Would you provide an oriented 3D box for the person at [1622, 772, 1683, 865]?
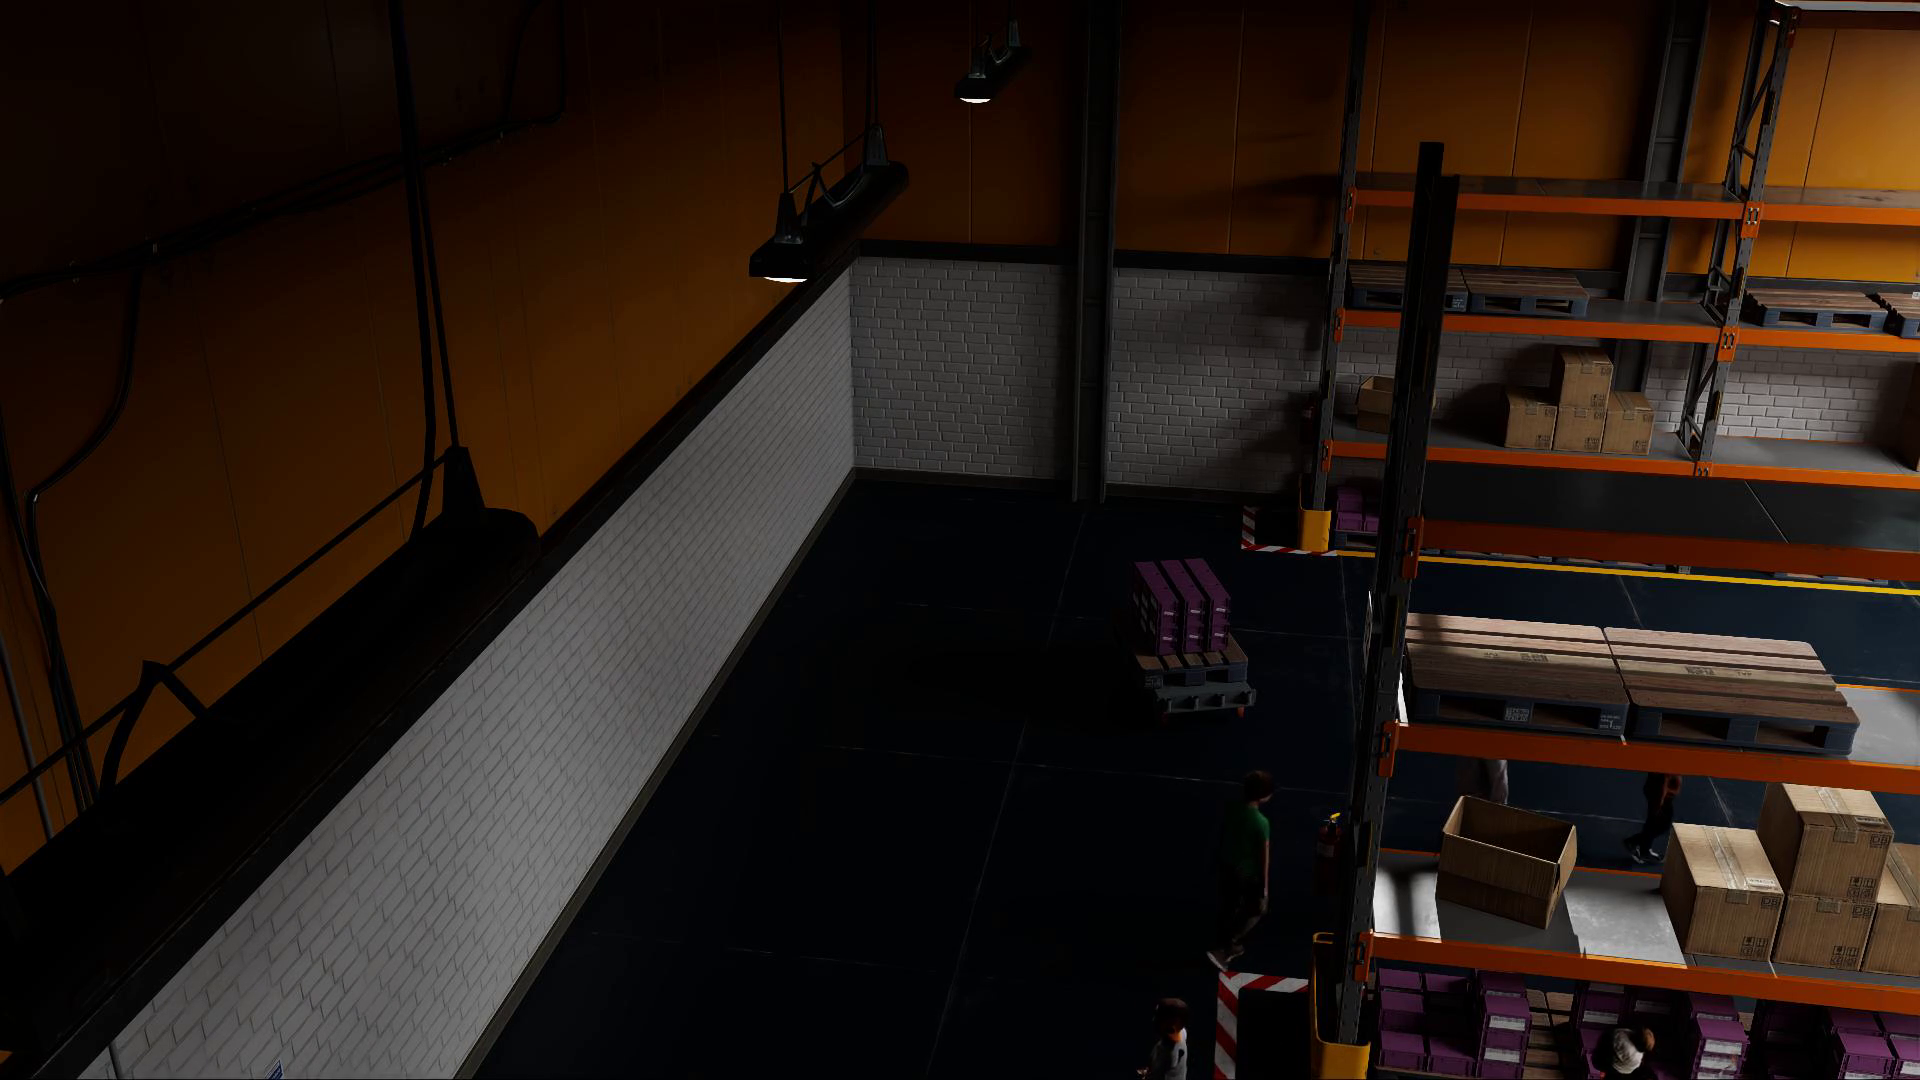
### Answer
[{"bbox_3d":[5.438,1.991,13.092,0.593,1.248,0.533,6,24,13],"label":"person"}]

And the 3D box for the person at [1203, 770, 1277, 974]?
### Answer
[{"bbox_3d":[1.949,2.372,11.728,0.918,1.643,0.858,-18,29,-35],"label":"person"}]

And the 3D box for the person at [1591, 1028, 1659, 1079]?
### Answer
[{"bbox_3d":[3.662,3.432,9.038,1.194,1.856,0.817,9,25,19],"label":"person"}]
